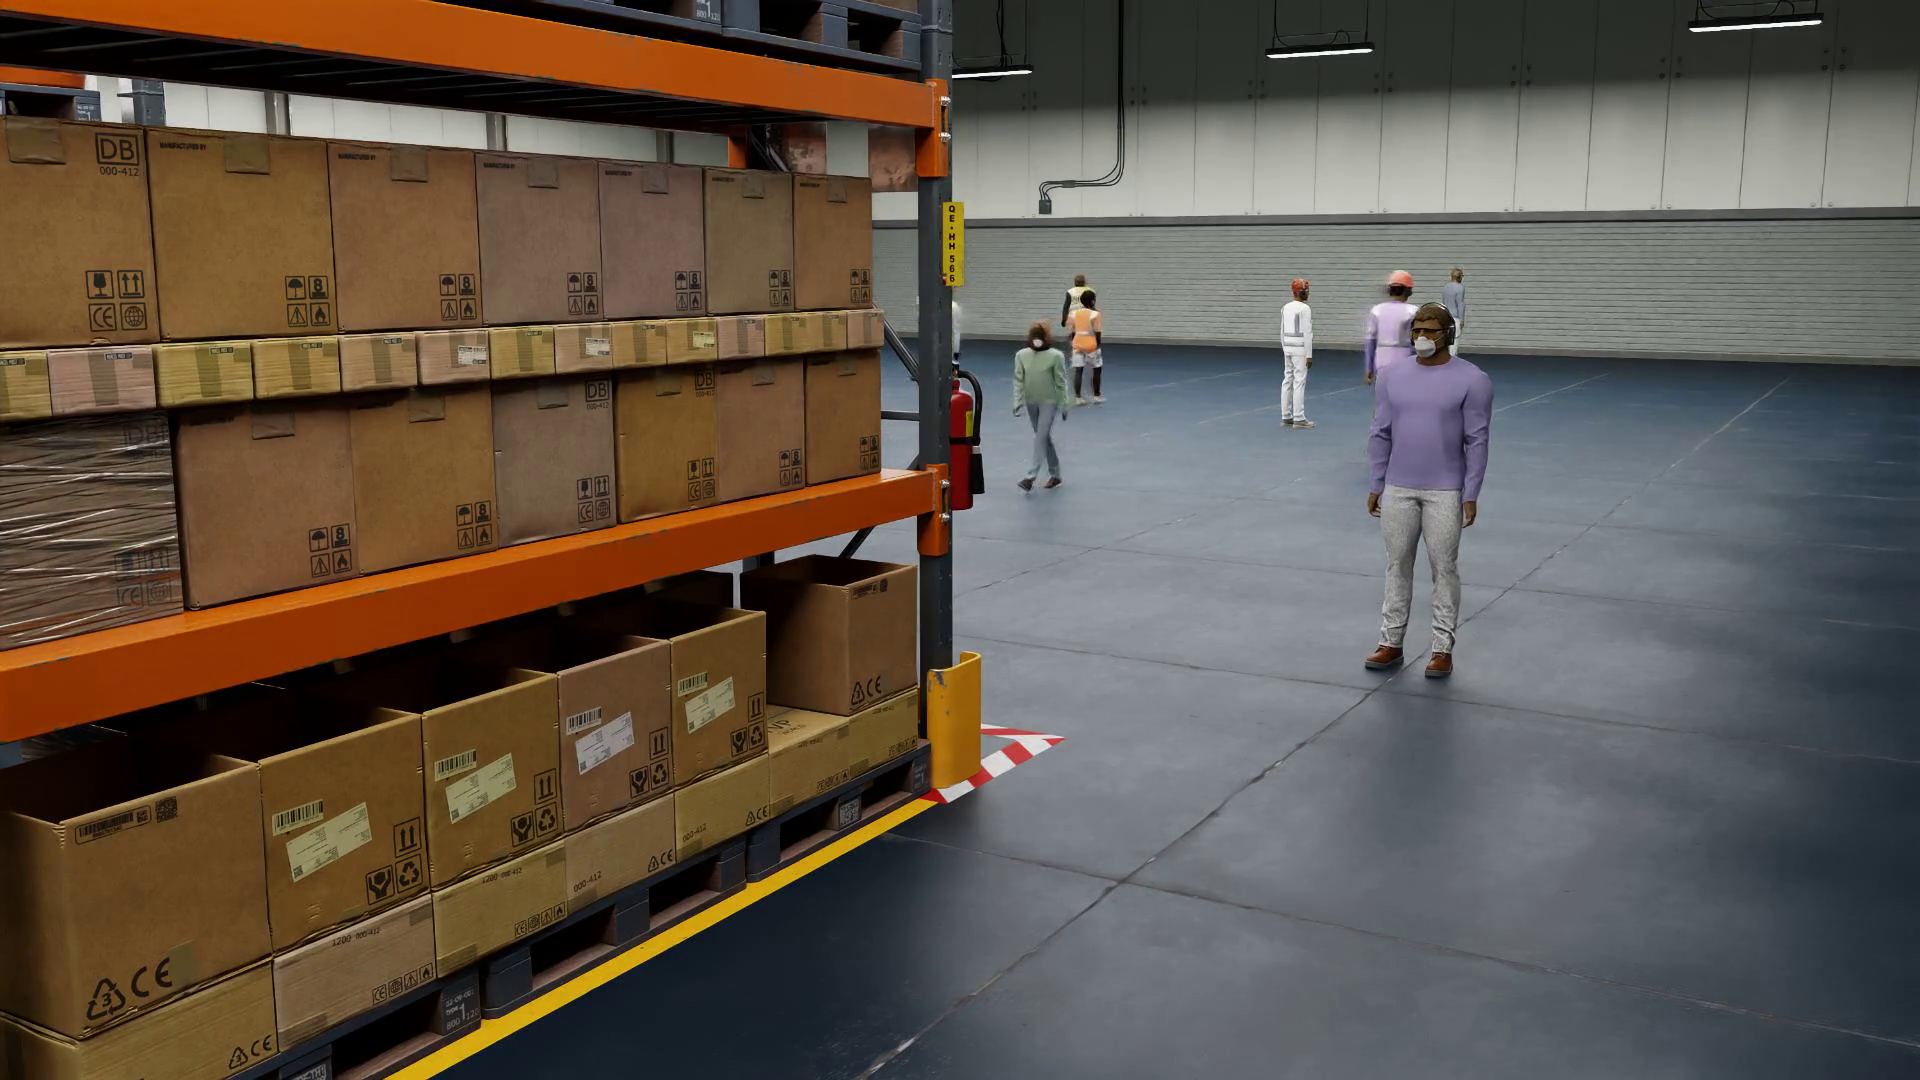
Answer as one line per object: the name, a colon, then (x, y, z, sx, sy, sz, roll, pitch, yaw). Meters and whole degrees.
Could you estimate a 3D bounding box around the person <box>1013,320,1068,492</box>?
person: (0.717, -1.230, 15.358, 0.493, 1.577, 0.880, 7, 12, 34)

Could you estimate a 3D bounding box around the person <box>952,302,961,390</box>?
person: (-0.243, -2.768, 23.727, 0.623, 1.814, 0.829, 9, 13, 43)

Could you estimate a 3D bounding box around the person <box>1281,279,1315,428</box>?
person: (4.298, -2.367, 21.163, 0.356, 1.883, 0.574, -4, 11, -24)

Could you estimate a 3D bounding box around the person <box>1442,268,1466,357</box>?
person: (9.548, -4.269, 32.131, 0.364, 1.939, 0.636, -3, 10, -18)

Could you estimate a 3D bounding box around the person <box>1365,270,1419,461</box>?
person: (4.689, -1.853, 17.749, 0.882, 2.009, 0.614, -9, 13, -43)

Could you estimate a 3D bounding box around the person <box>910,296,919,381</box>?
person: (-0.511, -3.707, 29.039, 0.601, 1.880, 0.989, 6, 11, 30)

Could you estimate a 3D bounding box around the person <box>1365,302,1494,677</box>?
person: (2.421, -0.260, 8.663, 0.632, 1.940, 0.372, 6, 12, 33)

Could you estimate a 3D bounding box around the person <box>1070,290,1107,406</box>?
person: (1.898, -2.794, 24.234, 0.553, 1.671, 0.683, 7, 12, 35)

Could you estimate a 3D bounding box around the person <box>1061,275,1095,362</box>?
person: (2.422, -4.499, 33.919, 0.637, 1.797, 0.957, -4, 10, -20)
